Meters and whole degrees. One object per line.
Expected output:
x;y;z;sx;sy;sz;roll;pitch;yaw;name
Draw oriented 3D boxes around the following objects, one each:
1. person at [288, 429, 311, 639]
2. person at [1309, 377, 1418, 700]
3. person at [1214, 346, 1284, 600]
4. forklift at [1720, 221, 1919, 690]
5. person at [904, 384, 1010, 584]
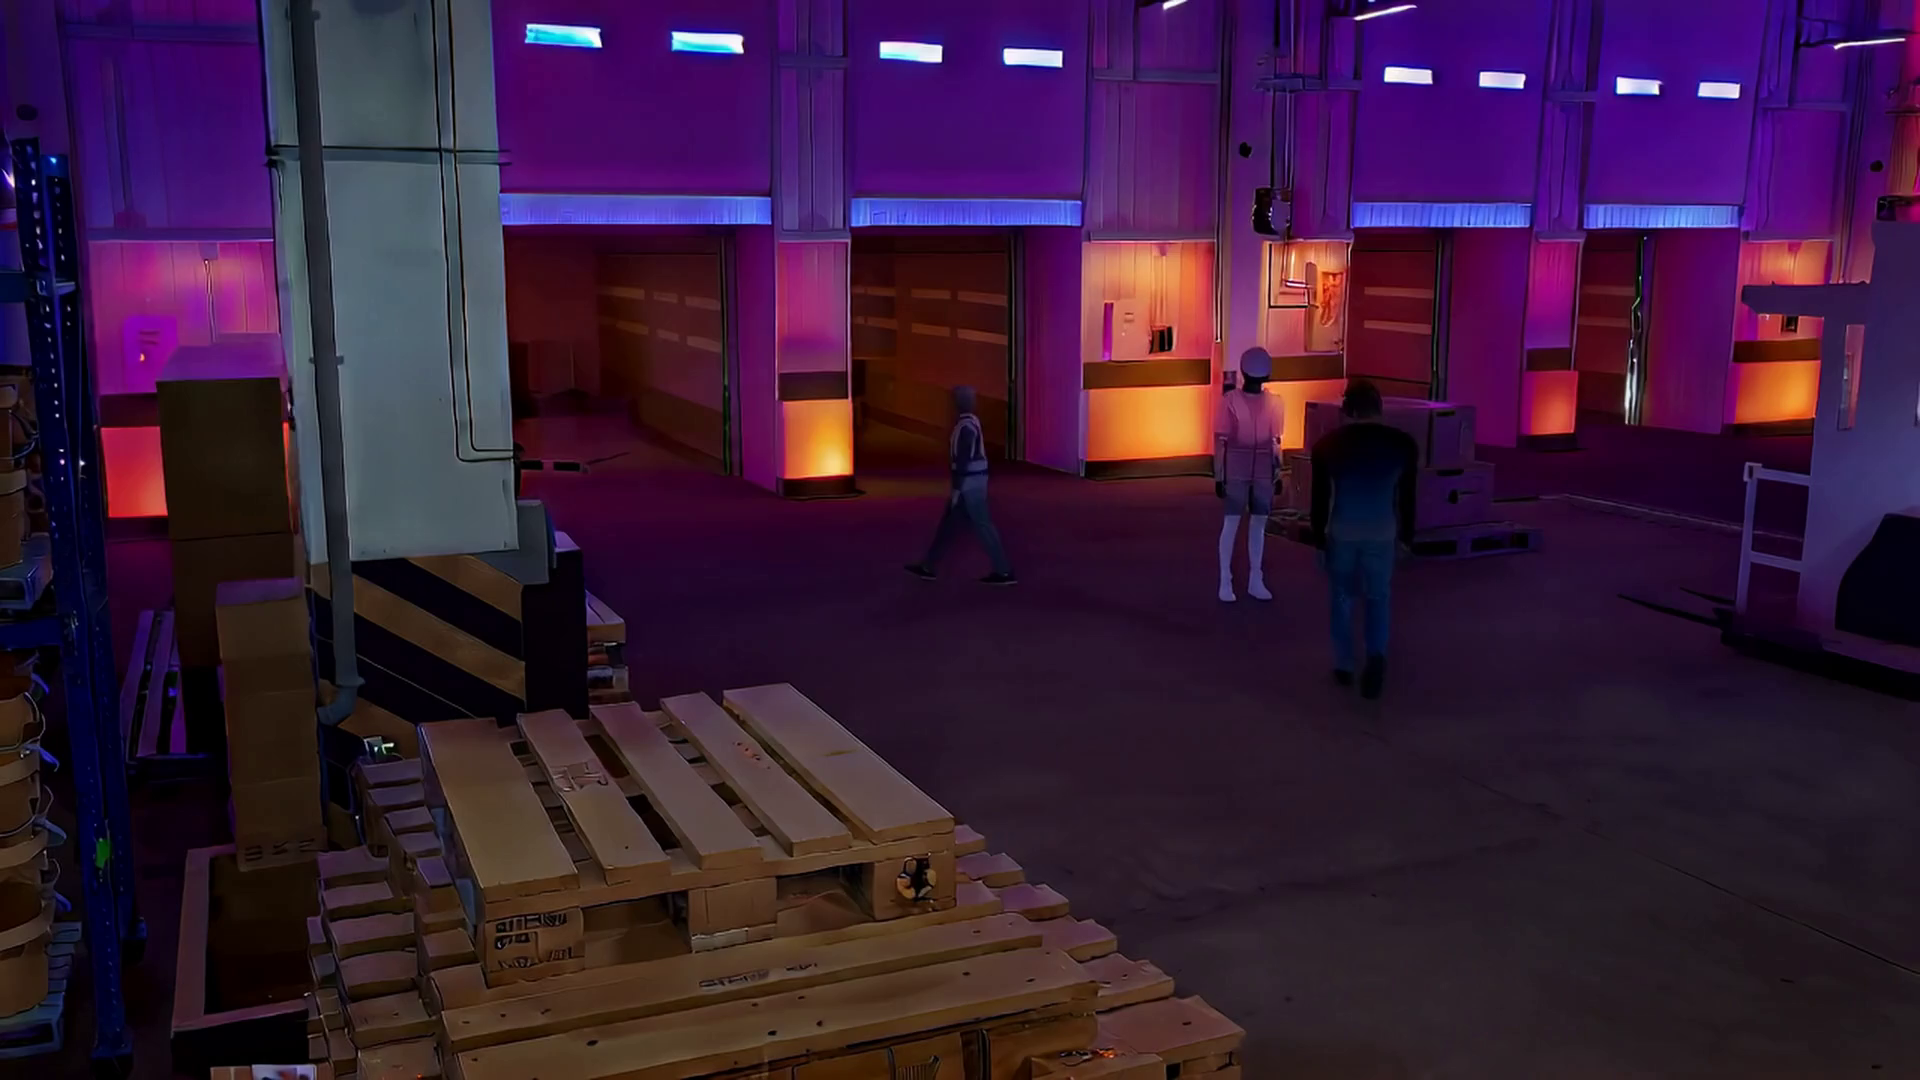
-4.270;-0.197;11.195;1.018;1.830;0.579;-1;10;-4;person
2.389;-0.007;9.896;0.637;1.920;0.827;2;10;9;person
2.187;-0.501;12.567;0.542;1.931;0.366;-2;10;-9;person
5.949;-0.550;10.218;1.129;2.768;1.873;-4;11;-23;forklift
0.007;-0.431;13.089;0.851;1.585;0.538;-1;10;-3;person
